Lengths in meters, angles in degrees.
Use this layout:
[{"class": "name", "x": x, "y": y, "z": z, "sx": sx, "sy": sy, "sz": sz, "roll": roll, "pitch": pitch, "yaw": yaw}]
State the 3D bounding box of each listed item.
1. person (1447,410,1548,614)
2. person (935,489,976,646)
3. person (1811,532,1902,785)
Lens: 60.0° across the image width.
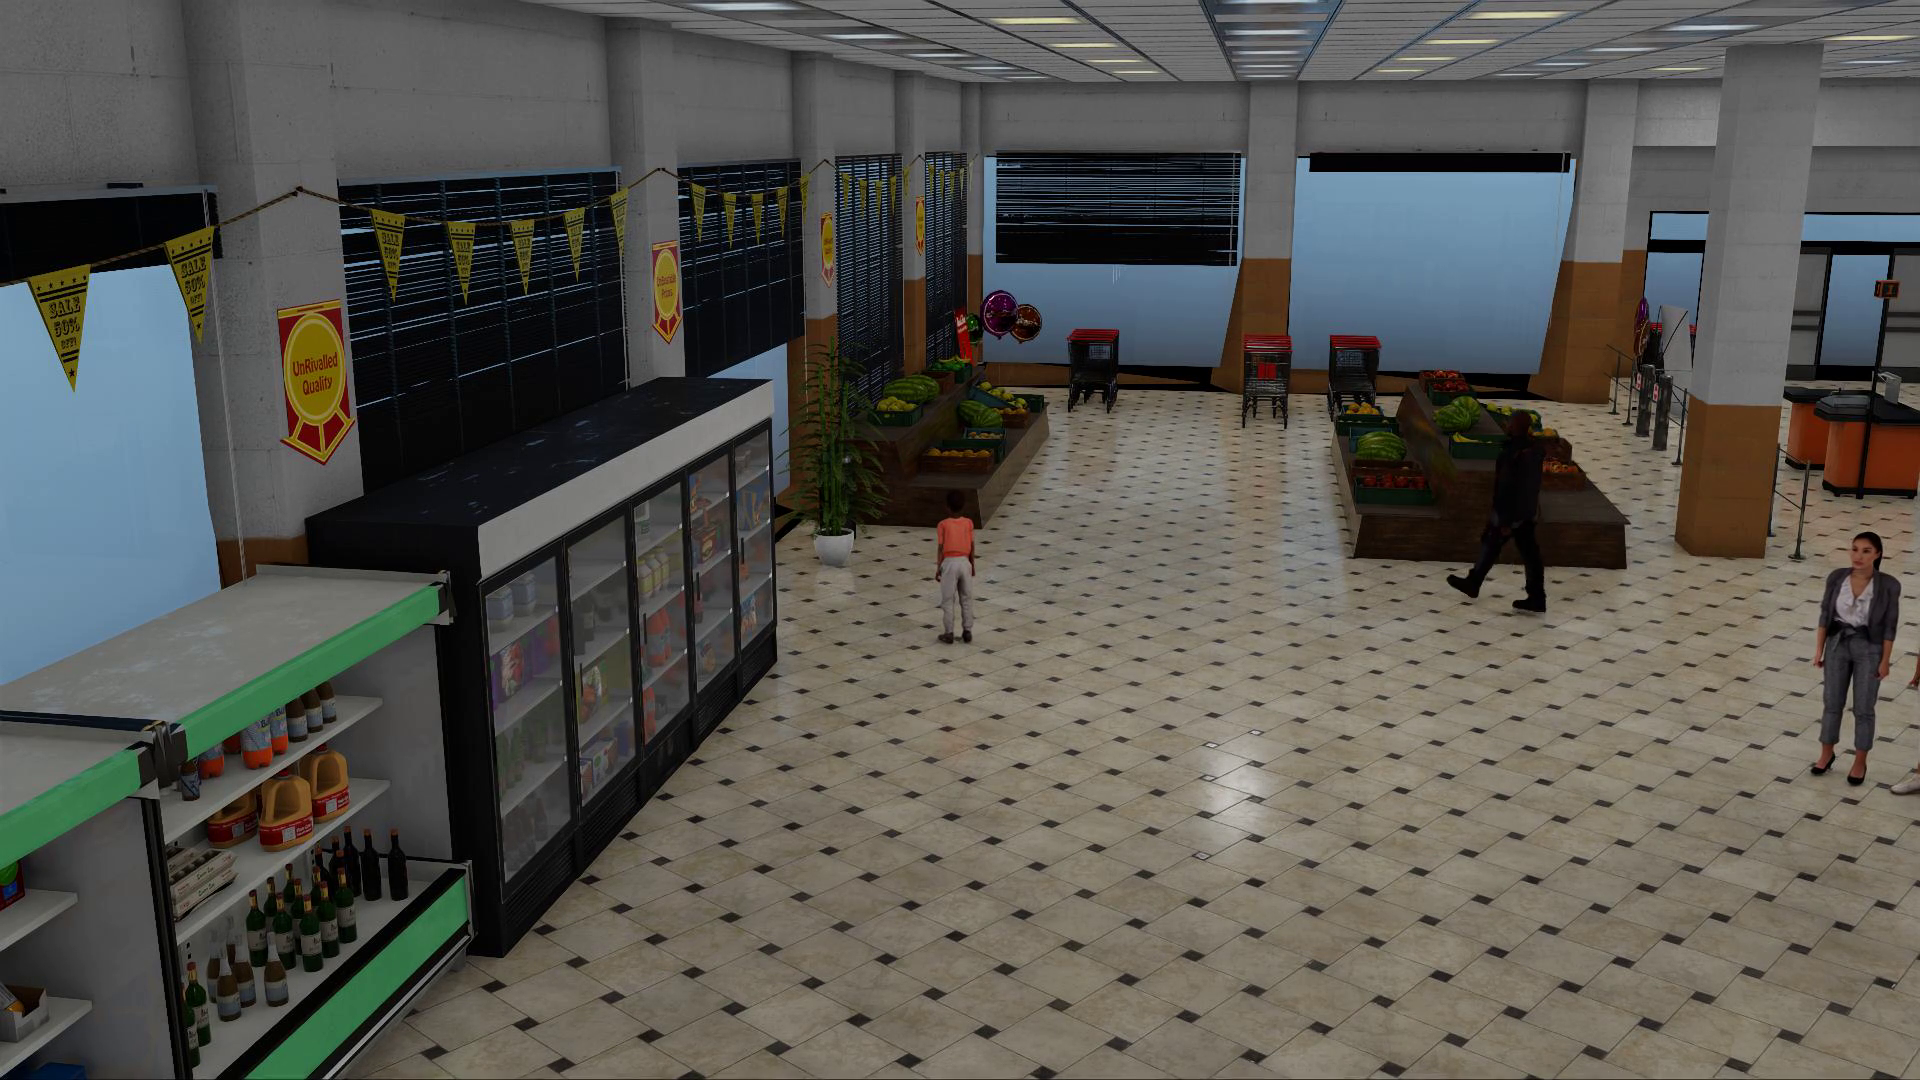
[{"class": "person", "x": 4.987, "y": -0.218, "z": 14.665, "sx": 1.229, "sy": 1.784, "sz": 1.270, "roll": -10, "pitch": 17, "yaw": -36}, {"class": "person", "x": -0.035, "y": 0.221, "z": 13.859, "sx": 0.560, "sy": 1.310, "sz": 0.576, "roll": -4, "pitch": 14, "yaw": -16}, {"class": "person", "x": 5.857, "y": 0.755, "z": 10.884, "sx": 0.751, "sy": 1.675, "sz": 0.718, "roll": -13, "pitch": 19, "yaw": -43}]
